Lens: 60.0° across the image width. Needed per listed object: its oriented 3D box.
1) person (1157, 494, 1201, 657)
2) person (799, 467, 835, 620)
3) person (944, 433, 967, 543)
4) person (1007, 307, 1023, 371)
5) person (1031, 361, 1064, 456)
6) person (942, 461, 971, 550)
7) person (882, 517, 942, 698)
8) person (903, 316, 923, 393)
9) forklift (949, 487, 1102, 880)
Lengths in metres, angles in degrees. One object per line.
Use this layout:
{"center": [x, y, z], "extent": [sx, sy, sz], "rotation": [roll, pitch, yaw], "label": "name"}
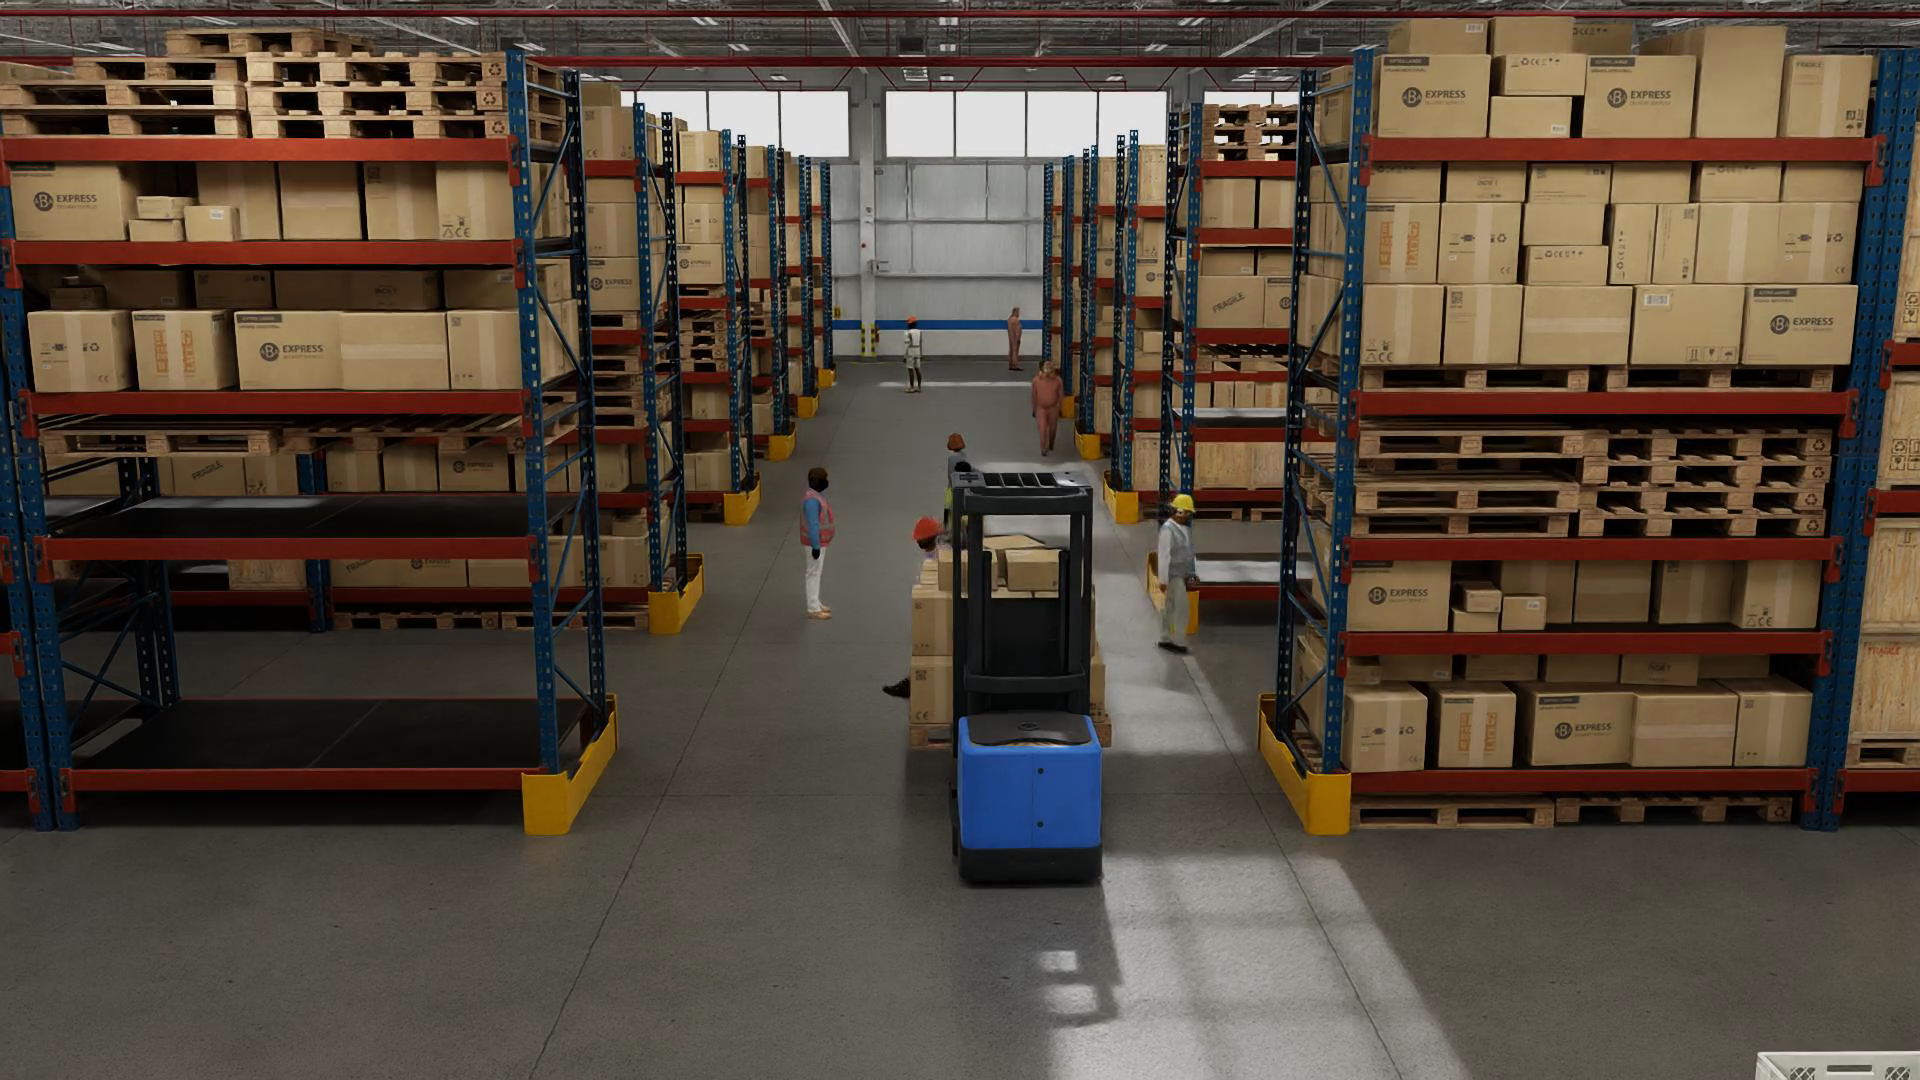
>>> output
{"center": [2.486, 0.390, 18.480], "extent": [0.660, 1.795, 0.586], "rotation": [5, 13, 24], "label": "person"}
{"center": [-1.723, 0.031, 20.133], "extent": [0.430, 1.844, 0.624], "rotation": [0, 11, -2], "label": "person"}
{"center": [-0.058, -0.766, 24.592], "extent": [0.286, 1.636, 0.499], "rotation": [5, 12, 23], "label": "person"}
{"center": [1.670, -6.058, 50.168], "extent": [0.407, 1.902, 0.639], "rotation": [-5, 12, -23], "label": "person"}
{"center": [1.740, -2.637, 33.236], "extent": [0.649, 1.890, 0.564], "rotation": [0, 11, 1], "label": "person"}
{"center": [0.024, -0.196, 21.659], "extent": [0.535, 1.684, 0.374], "rotation": [-6, 13, -29], "label": "person"}
{"center": [-0.366, 0.683, 16.800], "extent": [0.953, 1.876, 0.598], "rotation": [-1, 11, -6], "label": "person"}
{"center": [-1.267, -4.915, 44.151], "extent": [0.614, 2.039, 0.394], "rotation": [-10, 15, -40], "label": "person"}
{"center": [0.495, 0.986, 12.813], "extent": [1.129, 2.768, 1.873], "rotation": [0, 11, -2], "label": "forklift"}
